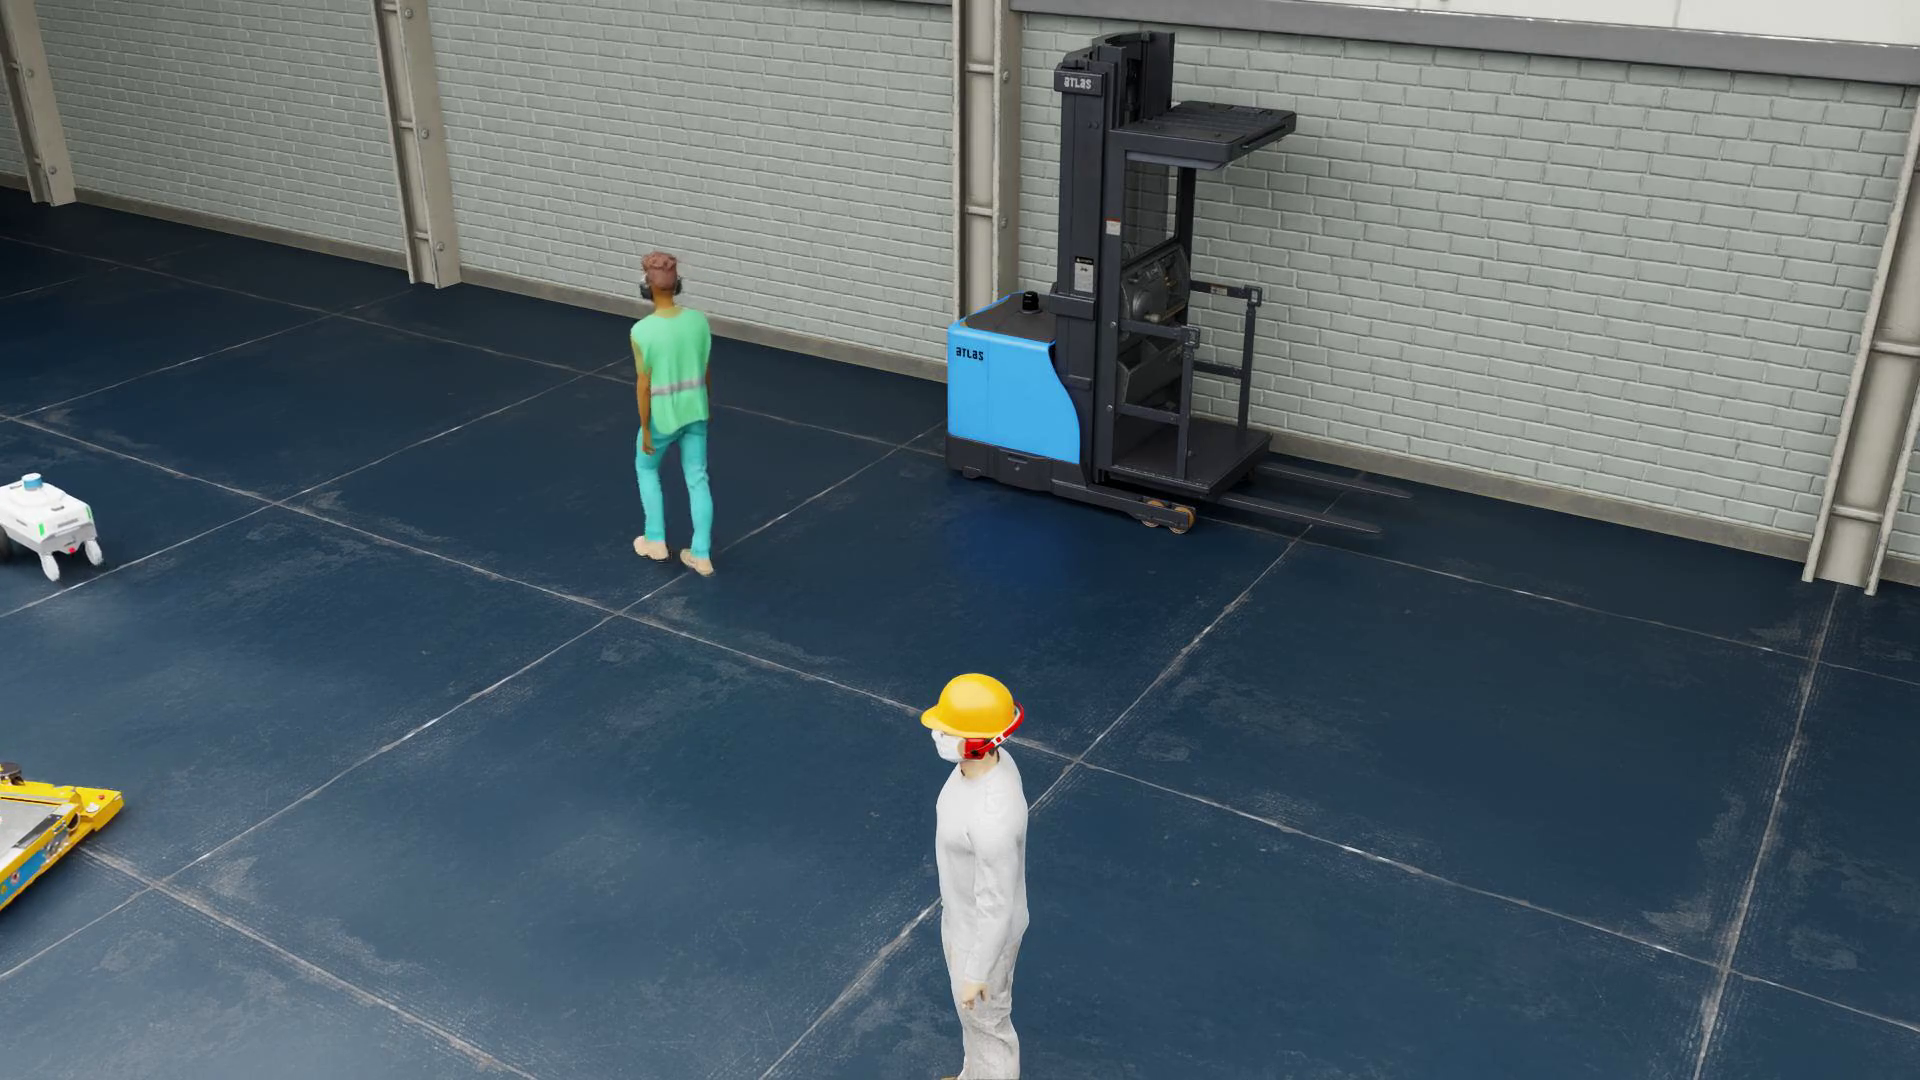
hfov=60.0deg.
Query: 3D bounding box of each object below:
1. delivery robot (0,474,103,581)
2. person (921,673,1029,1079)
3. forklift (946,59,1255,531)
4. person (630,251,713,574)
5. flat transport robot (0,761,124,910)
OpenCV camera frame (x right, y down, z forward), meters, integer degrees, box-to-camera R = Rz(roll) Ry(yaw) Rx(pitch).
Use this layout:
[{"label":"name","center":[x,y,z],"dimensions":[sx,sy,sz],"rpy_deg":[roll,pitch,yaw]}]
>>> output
[{"label":"delivery robot","center":[-5.623,-0.111,10.178],"dimensions":[0.814,0.611,0.499],"rpy_deg":[18,31,33]},{"label":"person","center":[0.054,1.286,5.638],"dimensions":[0.352,1.896,0.562],"rpy_deg":[-3,25,-7]},{"label":"forklift","center":[0.933,-1.707,10.833],"dimensions":[1.873,2.768,1.129],"rpy_deg":[15,29,28]},{"label":"person","center":[-1.727,-0.765,9.901],"dimensions":[0.499,1.955,0.708],"rpy_deg":[-15,29,-29]},{"label":"flat transport robot","center":[-4.368,1.450,7.191],"dimensions":[0.659,0.231,1.431],"rpy_deg":[4,26,9]}]
